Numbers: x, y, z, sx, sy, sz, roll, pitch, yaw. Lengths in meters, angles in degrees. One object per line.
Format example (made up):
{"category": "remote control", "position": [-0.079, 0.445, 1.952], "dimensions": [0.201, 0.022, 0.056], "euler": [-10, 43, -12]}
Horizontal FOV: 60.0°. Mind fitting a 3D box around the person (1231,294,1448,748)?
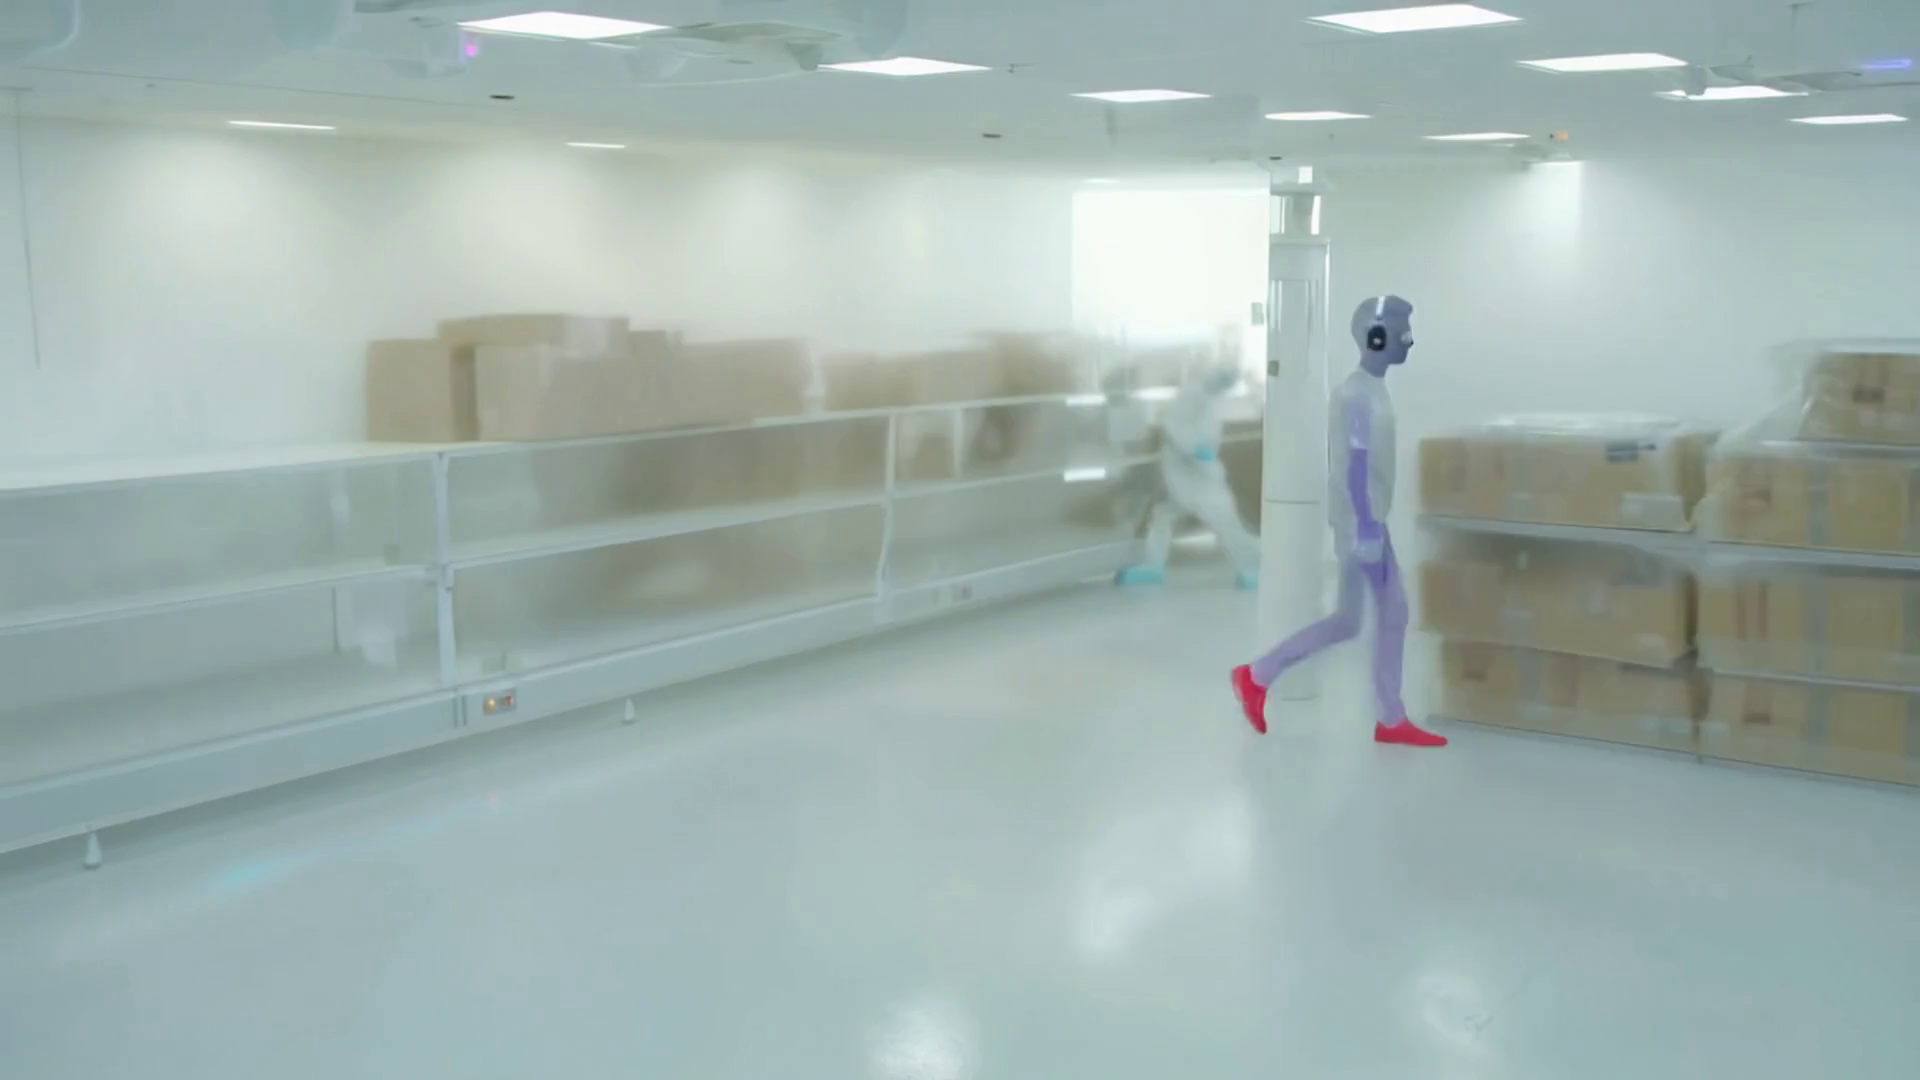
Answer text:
{"category": "person", "position": [1.554, -0.063, 6.702], "dimensions": [0.797, 1.844, 0.526], "euler": [5, 11, 25]}
